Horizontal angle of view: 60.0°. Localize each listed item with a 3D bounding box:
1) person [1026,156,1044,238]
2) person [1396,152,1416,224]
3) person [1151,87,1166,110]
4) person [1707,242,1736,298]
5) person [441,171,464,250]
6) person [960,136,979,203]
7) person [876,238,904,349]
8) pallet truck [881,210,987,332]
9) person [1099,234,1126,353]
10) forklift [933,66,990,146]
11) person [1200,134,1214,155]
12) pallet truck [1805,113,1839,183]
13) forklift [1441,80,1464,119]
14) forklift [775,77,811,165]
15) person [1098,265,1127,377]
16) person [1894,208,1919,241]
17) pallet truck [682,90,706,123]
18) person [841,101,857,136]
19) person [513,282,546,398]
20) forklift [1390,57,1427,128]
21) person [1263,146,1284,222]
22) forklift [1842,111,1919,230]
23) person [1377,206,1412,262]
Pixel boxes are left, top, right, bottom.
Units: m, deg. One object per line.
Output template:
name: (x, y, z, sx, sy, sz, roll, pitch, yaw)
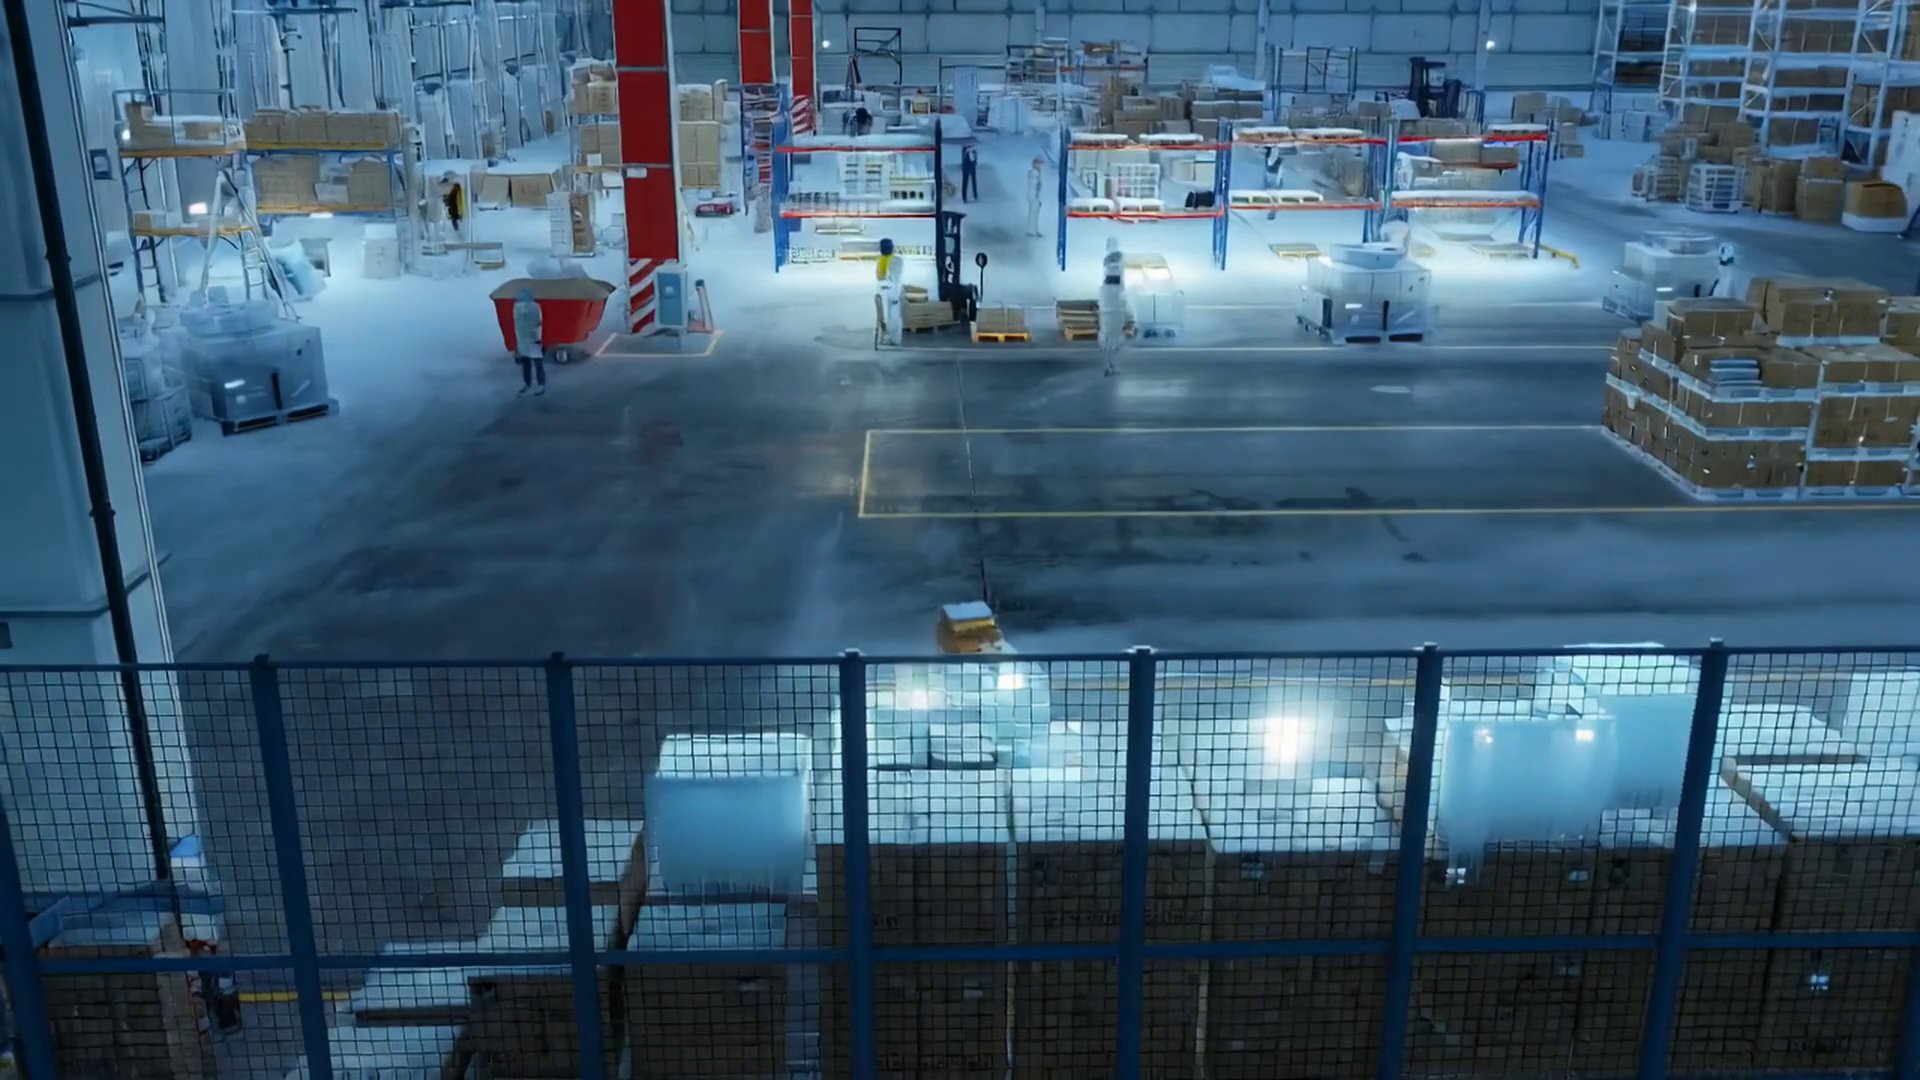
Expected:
person: (1.788, -8.145, 39.501, 0.367, 1.927, 0.594, -8, 20, -22)
person: (10.674, -8.358, 40.073, 0.603, 1.966, 0.368, -15, 23, -37)
person: (7.747, -16.620, 64.676, 0.683, 1.908, 0.462, 13, 23, 34)
person: (12.423, -3.922, 27.102, 0.522, 1.849, 0.735, -15, 23, -37)
person: (-11.076, -7.084, 36.350, 0.378, 1.928, 0.550, -4, 19, -12)
person: (0.257, -10.235, 45.905, 0.516, 1.791, 0.971, 5, 19, 14)
person: (-1.172, -4.110, 27.678, 0.430, 1.841, 0.623, -11, 22, -30)
pallet truck: (-0.493, -4.759, 29.349, 1.885, 1.965, 0.823, -13, 23, -34)
person: (2.510, -4.048, 27.333, 0.353, 1.936, 0.633, 9, 21, 25)
forklift: (0.030, -16.139, 61.749, 1.873, 2.768, 1.129, -10, 21, -28)
person: (6.790, -10.114, 45.400, 0.679, 1.882, 0.554, 0, 19, -1)
pallet truck: (26.403, -11.957, 50.702, 0.823, 1.965, 1.885, 6, 19, 16)
forklift: (15.644, -13.239, 53.146, 1.873, 2.768, 1.129, -1, 19, -1)
forklift: (-5.920, -13.893, 55.085, 1.873, 2.768, 1.129, -1, 19, -1)
person: (2.359, -3.371, 25.631, 0.511, 1.727, 0.353, 13, 22, 33)
person: (22.515, -7.868, 38.850, 0.557, 1.813, 0.973, -14, 23, -36)
pallet truck: (-9.671, -15.907, 62.421, 0.823, 1.965, 1.885, 5, 19, 15)
person: (-3.856, -14.254, 57.691, 0.585, 1.882, 0.337, 10, 21, 27)
person: (-6.339, -2.939, 24.413, 0.540, 1.696, 0.315, 10, 21, 26)
forklift: (18.876, -18.497, 68.743, 1.873, 2.768, 1.129, -1, 19, -1)
person: (7.898, -9.001, 42.067, 0.441, 1.908, 0.586, -17, 25, -41)
forklift: (23.028, -9.083, 40.818, 1.873, 2.768, 1.129, -1, 19, -2)
person: (7.991, -5.188, 30.731, 0.642, 1.926, 0.425, -1, 19, -4)
